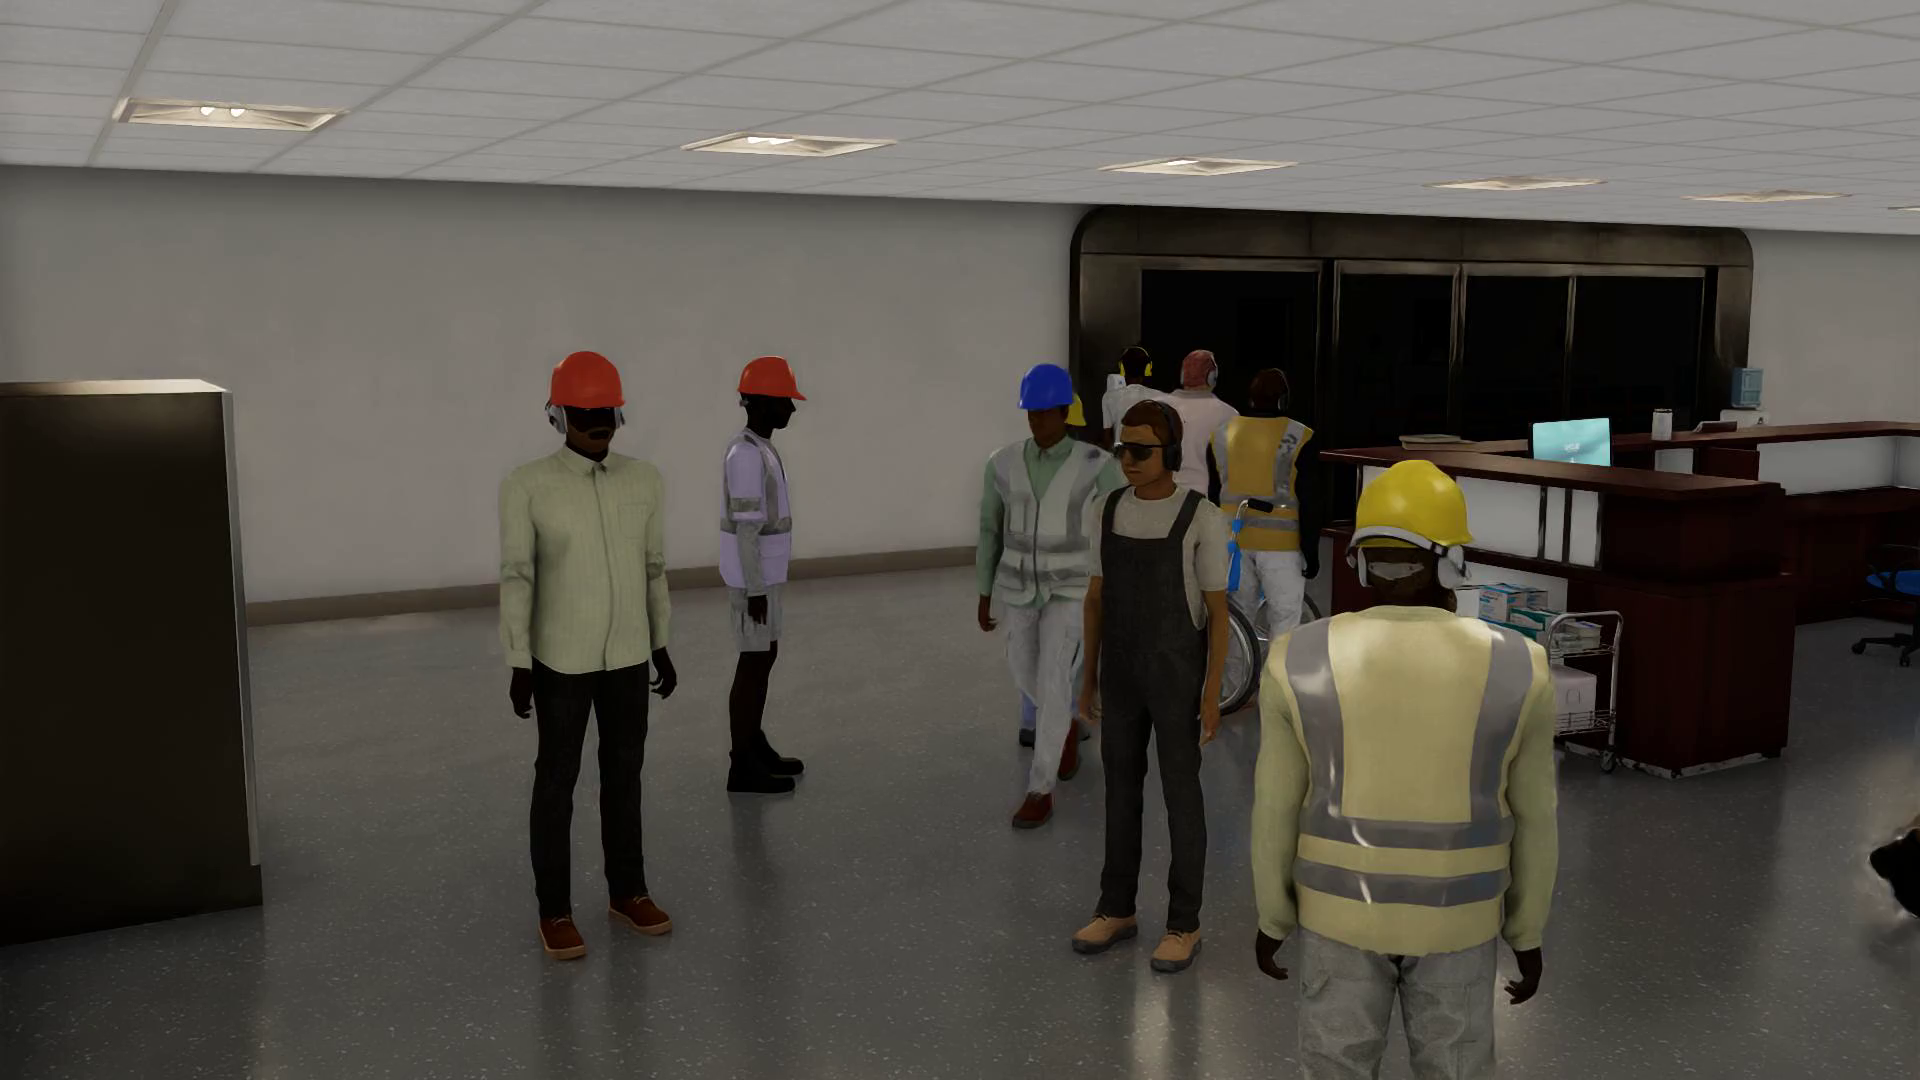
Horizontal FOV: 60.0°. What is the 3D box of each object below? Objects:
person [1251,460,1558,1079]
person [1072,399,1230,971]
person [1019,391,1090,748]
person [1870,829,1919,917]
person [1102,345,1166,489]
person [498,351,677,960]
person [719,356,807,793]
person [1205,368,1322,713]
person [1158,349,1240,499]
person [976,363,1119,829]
[{"bbox_3d":[0.897,0.750,3.405,0.599,1.828,0.404,1,8,10],"label":"person"},{"bbox_3d":[0.620,0.466,5.401,0.508,1.844,0.332,6,10,35],"label":"person"},{"bbox_3d":[0.492,0.133,8.169,0.397,1.754,0.534,8,11,44],"label":"person"},{"bbox_3d":[3.615,0.425,5.523,0.545,1.904,0.930,-6,10,-36],"label":"person"},{"bbox_3d":[1.296,-0.497,12.272,0.513,1.876,0.328,2,8,13],"label":"person"},{"bbox_3d":[-1.227,0.371,5.552,0.622,1.994,0.381,-7,10,-41],"label":"person"},{"bbox_3d":[-0.870,0.150,7.413,0.390,1.927,0.550,0,8,1],"label":"person"},{"bbox_3d":[1.589,0.022,8.692,0.643,1.832,0.430,6,10,36],"label":"person"},{"bbox_3d":[1.456,-0.197,10.014,0.686,1.888,0.530,5,10,35],"label":"person"},{"bbox_3d":[0.387,0.194,7.137,0.624,1.916,0.919,4,9,24],"label":"person"}]
